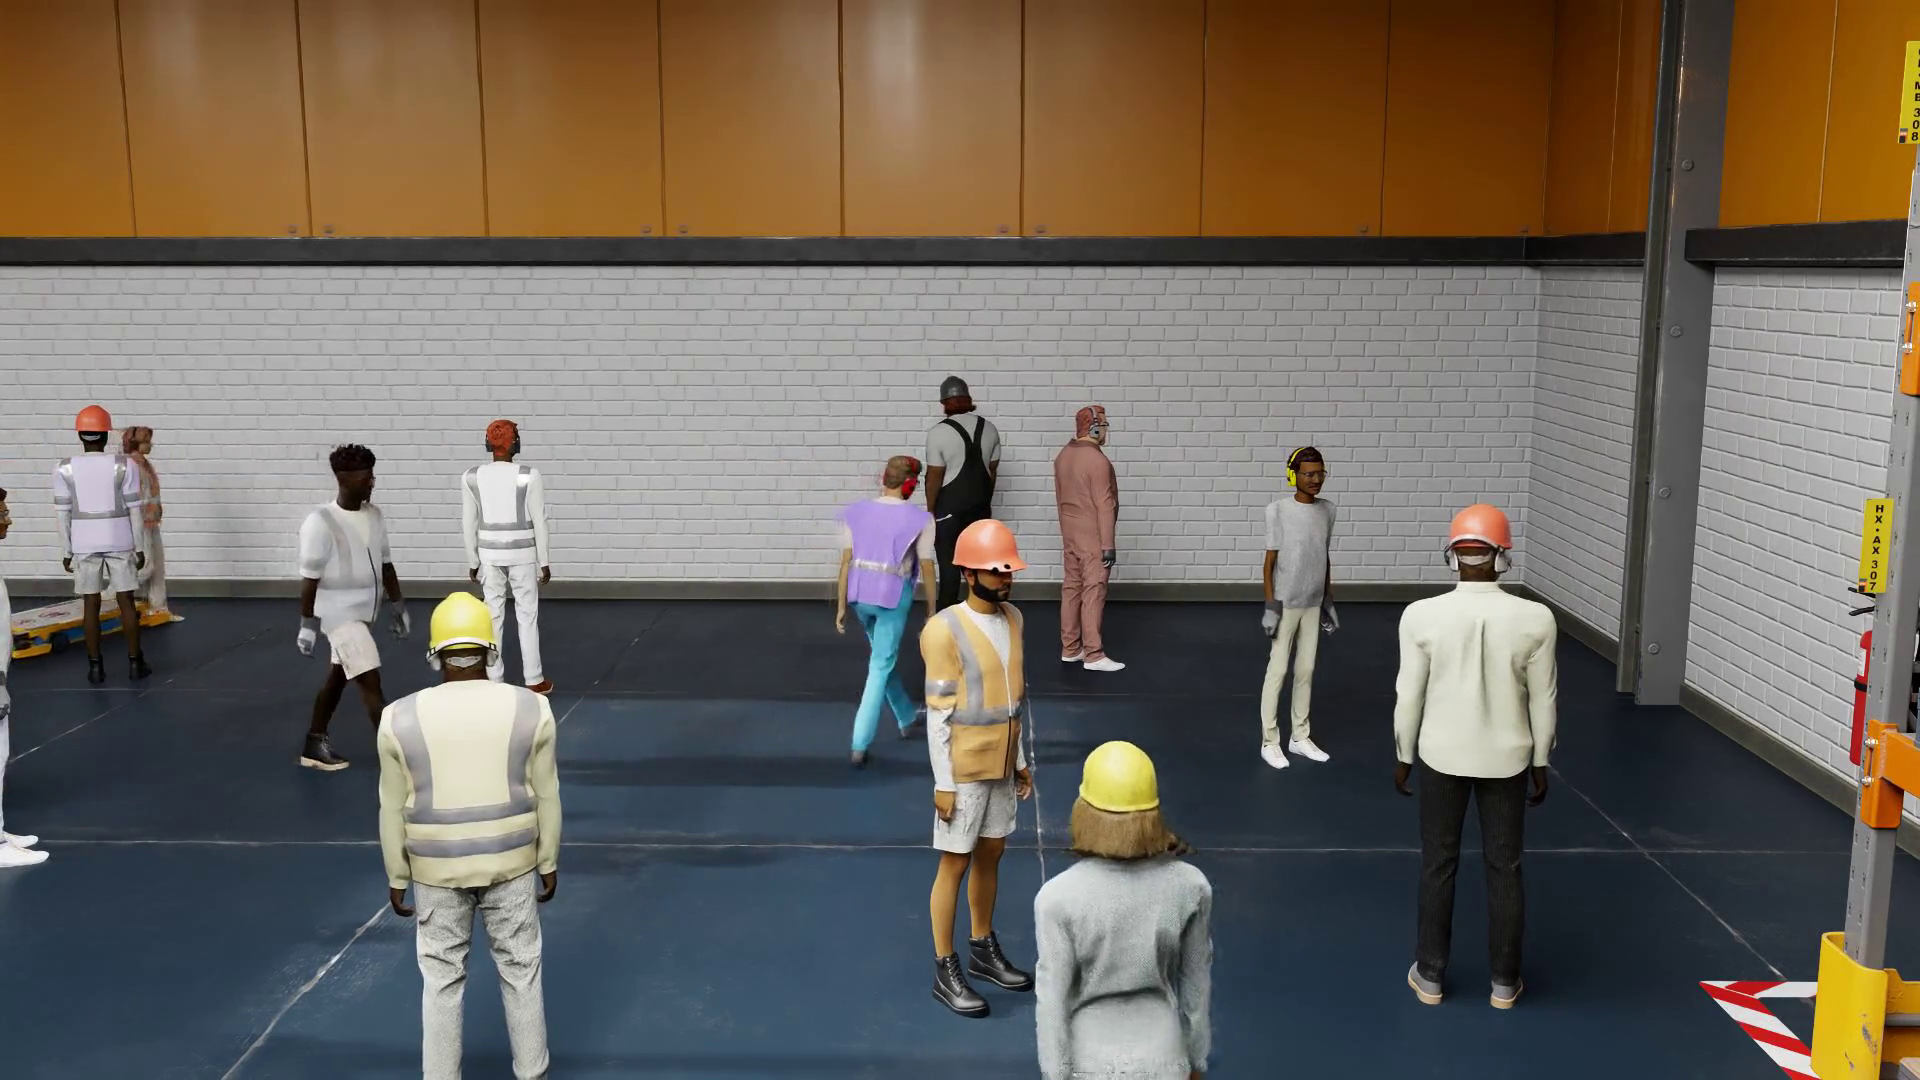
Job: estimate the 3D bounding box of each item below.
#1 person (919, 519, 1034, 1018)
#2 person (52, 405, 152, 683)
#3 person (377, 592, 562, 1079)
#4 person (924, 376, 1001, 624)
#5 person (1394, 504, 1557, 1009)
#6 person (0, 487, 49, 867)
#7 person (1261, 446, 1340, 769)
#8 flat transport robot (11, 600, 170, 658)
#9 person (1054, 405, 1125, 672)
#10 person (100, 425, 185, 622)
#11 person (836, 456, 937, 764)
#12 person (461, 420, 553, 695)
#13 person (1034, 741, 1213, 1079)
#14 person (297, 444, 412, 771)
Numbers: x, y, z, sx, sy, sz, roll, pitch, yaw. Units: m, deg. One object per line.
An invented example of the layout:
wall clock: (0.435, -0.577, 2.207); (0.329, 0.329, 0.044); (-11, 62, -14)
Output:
person: (0.093, 0.875, 6.535); (0.363, 1.939, 0.542); (8, 12, 39)
person: (-5.978, 0.031, 11.596); (0.547, 1.938, 0.378); (-4, 10, -20)
person: (-1.653, 1.083, 5.652); (0.591, 1.823, 0.404); (-3, 10, -18)
person: (-0.041, -0.307, 13.310); (0.672, 2.000, 0.536); (-7, 12, -35)
person: (2.013, 0.852, 6.531); (0.608, 1.987, 0.391); (2, 10, 13)
person: (-4.707, 0.654, 8.074); (0.309, 1.868, 0.534); (-7, 12, -36)
person: (1.983, 0.383, 9.683); (0.518, 1.874, 0.330); (-5, 11, -25)
flat transport robot: (-6.925, 0.653, 12.850); (0.652, 0.197, 1.431); (3, 10, 20)
person: (0.940, -0.013, 11.956); (0.408, 1.908, 0.641); (-5, 11, -27)
person: (-6.624, -0.113, 13.376); (0.544, 1.621, 0.530); (-2, 10, -9)
person: (-0.424, 0.397, 9.873); (0.575, 1.783, 0.956); (4, 10, 24)
person: (-3.020, 0.136, 11.134); (0.572, 1.883, 0.356); (1, 9, 3)
person: (0.433, 1.369, 4.321); (0.491, 1.710, 0.912); (-1, 10, -8)
person: (-3.382, 0.408, 9.416); (1.018, 1.905, 0.621); (2, 10, 14)
